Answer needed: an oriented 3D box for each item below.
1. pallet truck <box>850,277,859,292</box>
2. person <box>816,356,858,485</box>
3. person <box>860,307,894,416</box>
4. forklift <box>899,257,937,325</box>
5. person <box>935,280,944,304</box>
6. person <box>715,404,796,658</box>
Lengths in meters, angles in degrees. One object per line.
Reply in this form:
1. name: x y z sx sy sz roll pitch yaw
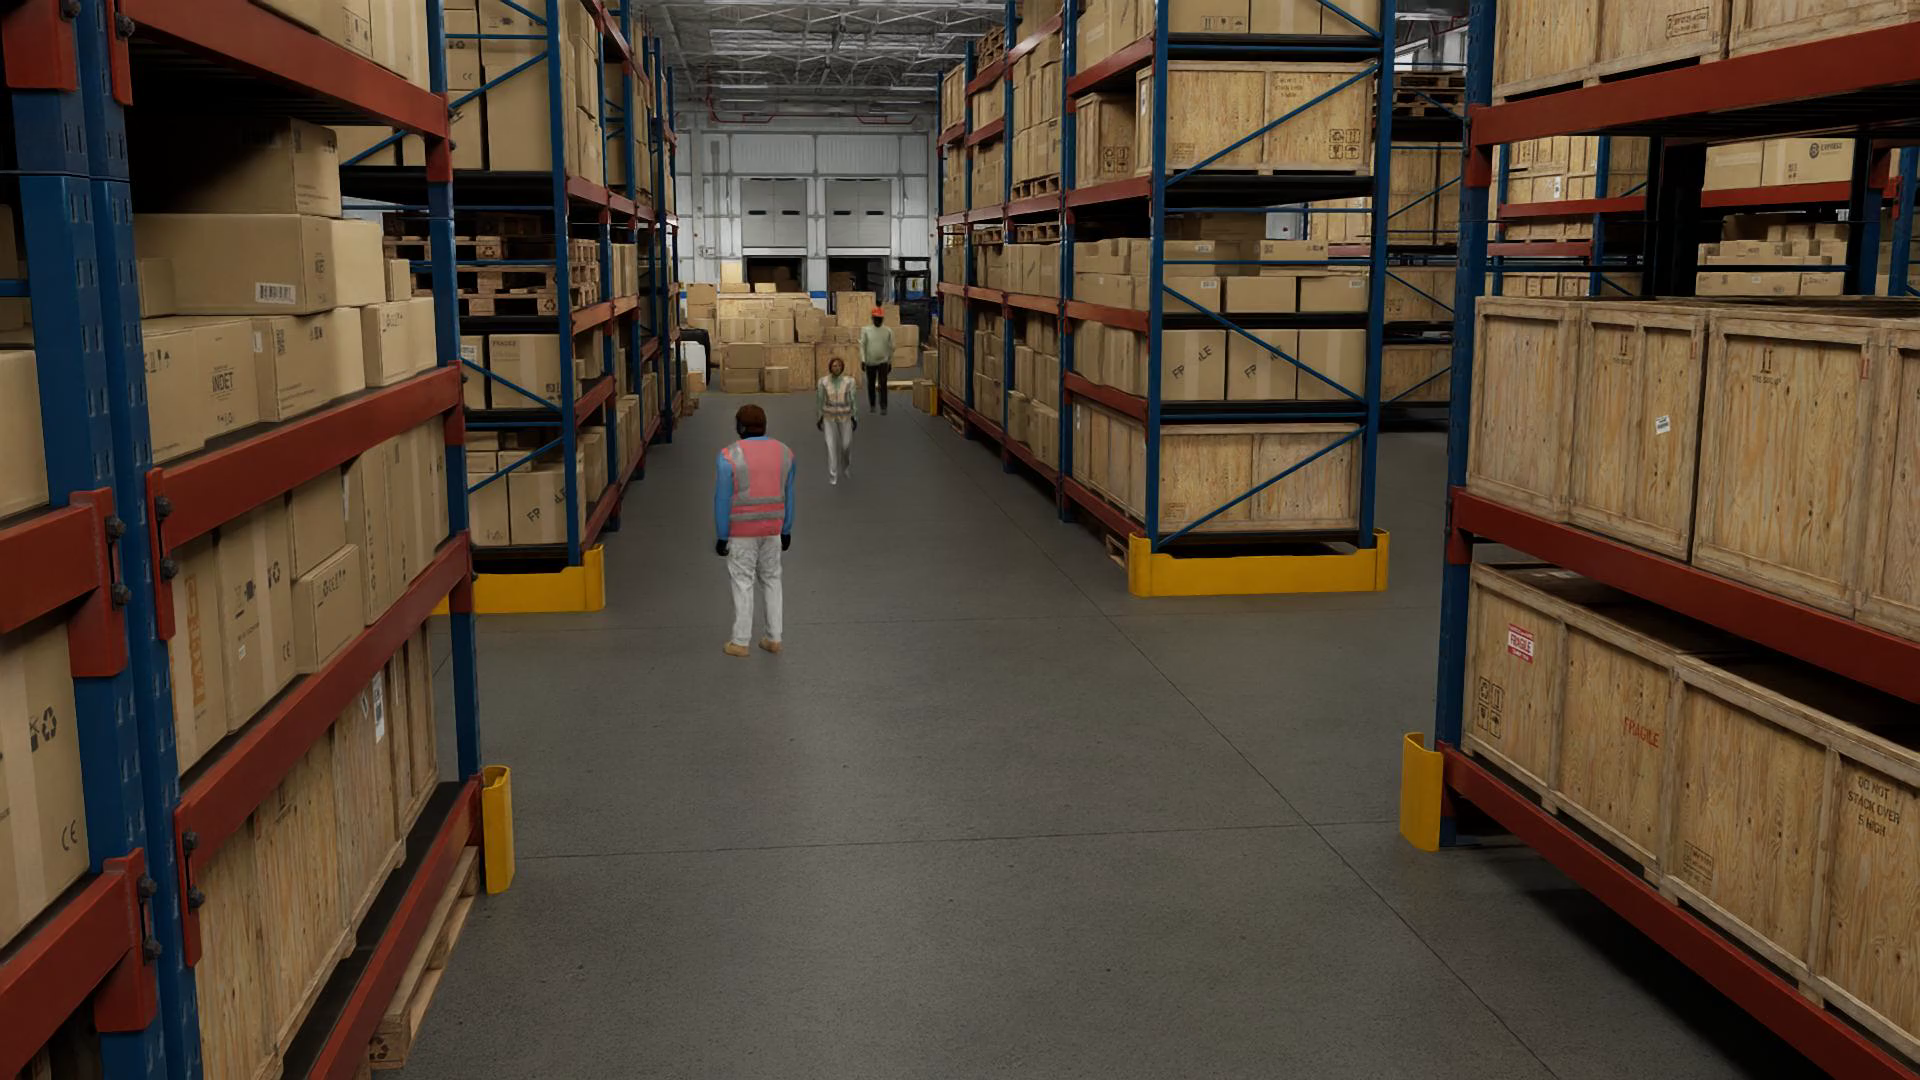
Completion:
1. pallet truck: -3.782 -9.391 65.808 1.885 1.965 0.823 2 10 10
2. person: -1.558 -1.523 21.074 0.532 1.630 0.417 0 10 -2
3. person: -1.508 -3.244 30.183 0.602 1.954 1.030 -1 10 -4
4. forklift: -1.358 -7.151 50.199 1.129 2.768 1.873 2 10 10
5. person: -0.751 -9.236 65.230 0.934 1.898 0.544 8 13 39
6. person: -1.481 -0.062 11.987 0.631 1.833 0.429 -7 12 -37
